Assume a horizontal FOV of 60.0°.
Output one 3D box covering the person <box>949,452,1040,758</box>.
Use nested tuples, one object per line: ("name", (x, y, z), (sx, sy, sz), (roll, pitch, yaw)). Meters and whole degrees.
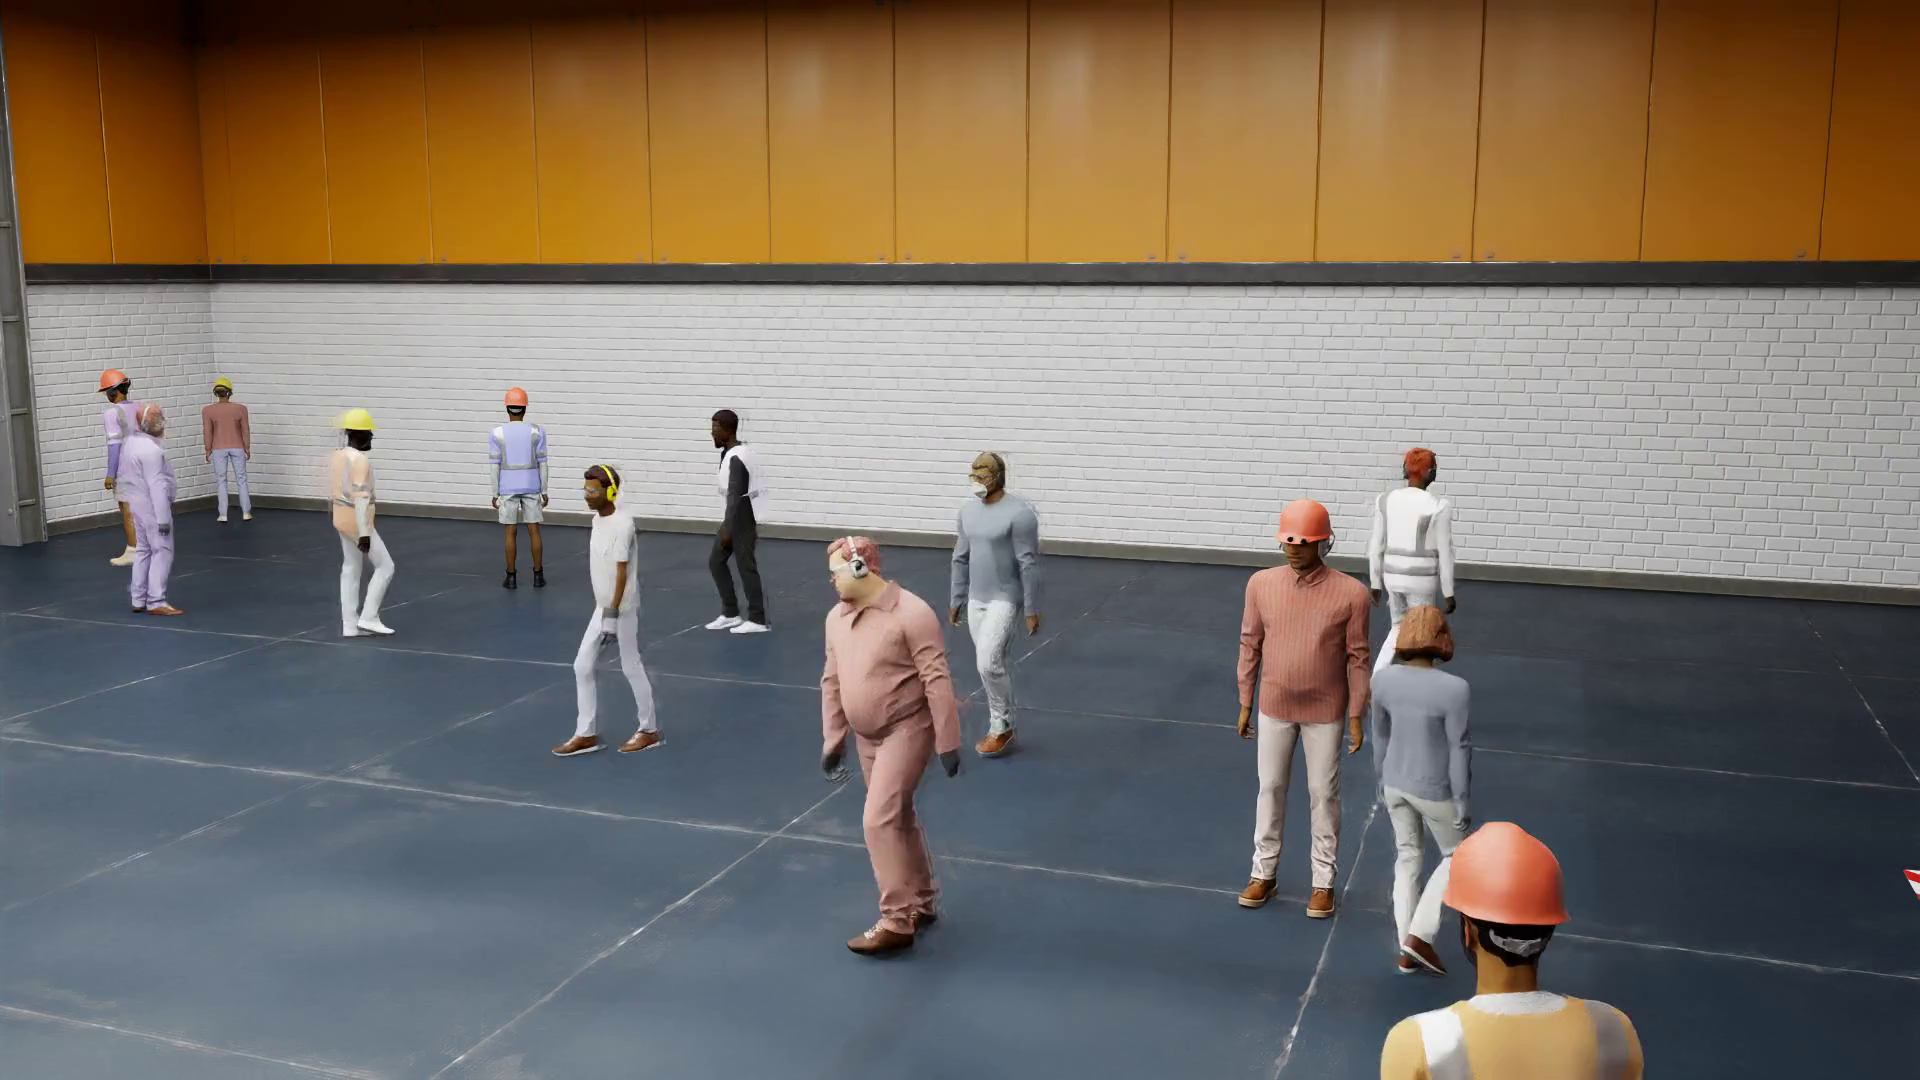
("person", (0.164, 0.410, 10.385), (0.549, 1.922, 0.660), (-8, 12, -41))

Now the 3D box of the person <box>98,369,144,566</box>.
("person", (-8.661, -0.746, 17.224), (0.389, 2.034, 0.605), (1, 9, 5))

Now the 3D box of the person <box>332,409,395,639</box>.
("person", (-4.927, -0.132, 13.782), (0.534, 1.908, 0.622), (-7, 12, -39))

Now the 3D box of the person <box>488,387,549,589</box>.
("person", (-4.225, -0.495, 15.957), (0.550, 1.937, 0.357), (-3, 10, -19))

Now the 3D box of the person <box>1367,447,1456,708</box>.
("person", (3.026, 0.307, 11.193), (0.465, 1.869, 0.572), (-8, 12, -40))

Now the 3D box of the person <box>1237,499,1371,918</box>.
("person", (1.602, 0.787, 7.834), (0.623, 1.989, 0.399), (4, 10, 25))

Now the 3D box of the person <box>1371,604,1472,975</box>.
("person", (2.006, 1.078, 7.165), (0.346, 1.614, 0.540), (-7, 12, -37))

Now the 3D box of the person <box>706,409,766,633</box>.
("person", (-1.924, -0.142, 13.930), (0.643, 1.894, 0.592), (-3, 10, -17))

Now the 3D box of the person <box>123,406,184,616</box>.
("person", (-7.152, -0.258, 14.733), (0.402, 1.873, 0.787), (-8, 12, -42))

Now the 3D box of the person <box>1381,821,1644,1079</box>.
("person", (1.102, 1.527, 3.460), (0.550, 1.933, 0.397), (-2, 9, -9))

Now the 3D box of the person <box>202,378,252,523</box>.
("person", (-8.897, -1.089, 20.202), (0.525, 1.759, 0.337), (-5, 10, -26))

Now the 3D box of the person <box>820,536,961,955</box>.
("person", (-0.370, 0.917, 7.490), (0.667, 1.858, 0.733), (-7, 12, -37))

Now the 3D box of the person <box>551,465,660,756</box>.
("person", (-2.230, 0.459, 10.360), (0.807, 1.842, 0.536), (-8, 12, -41))
